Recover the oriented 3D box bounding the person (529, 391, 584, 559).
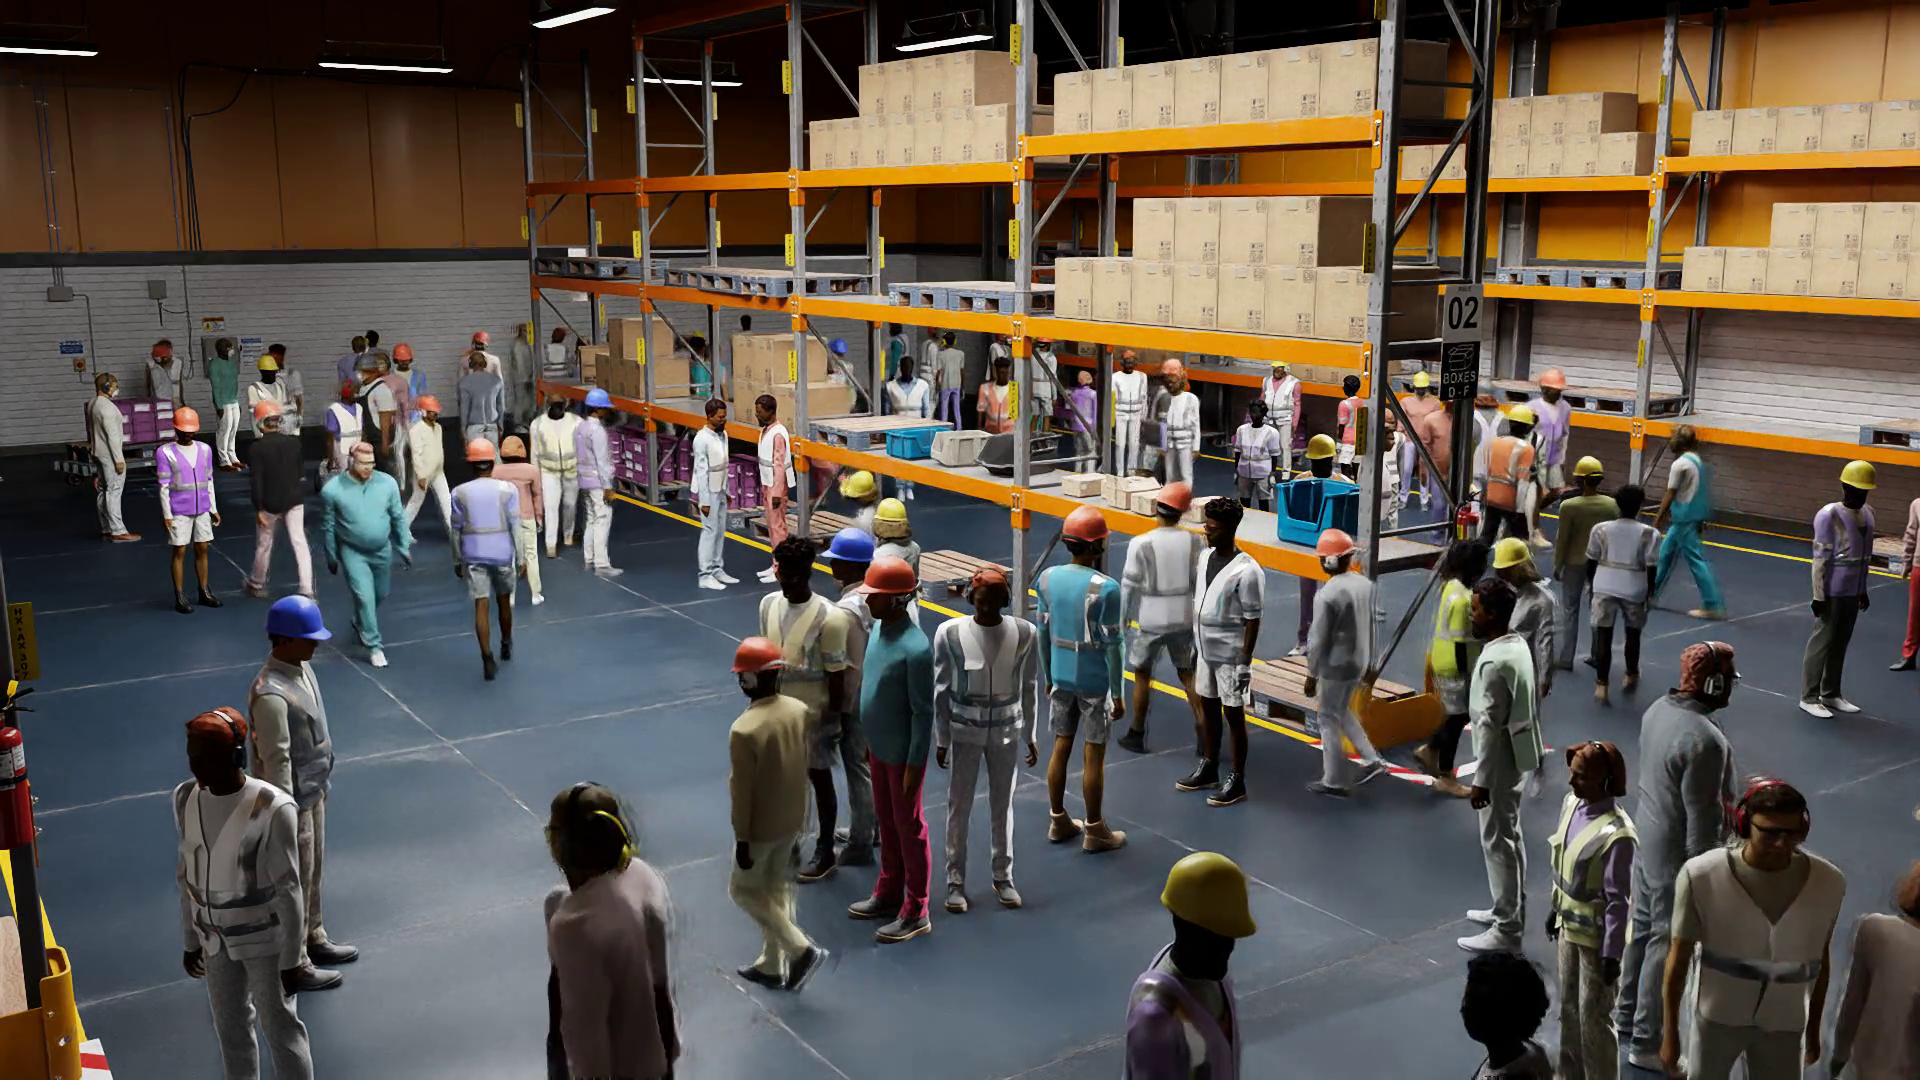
[{"bbox_3d":[-4.417,-0.754,18.348,0.624,1.796,0.967,-3,12,-16],"label":"person"}]

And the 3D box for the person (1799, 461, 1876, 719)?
[{"bbox_3d":[6.543,0.358,12.319,0.594,1.921,0.375,-6,12,-28],"label":"person"}]

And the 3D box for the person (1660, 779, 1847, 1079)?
[{"bbox_3d":[2.764,1.679,5.883,0.586,1.803,0.970,1,11,7],"label":"person"}]

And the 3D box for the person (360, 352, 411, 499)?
[{"bbox_3d":[-7.501,-1.489,21.732,0.635,1.937,0.353,-1,11,-7],"label":"person"}]

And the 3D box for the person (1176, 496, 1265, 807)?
[{"bbox_3d":[1.652,0.691,10.506,0.368,1.966,0.603,-6,12,-27],"label":"person"}]

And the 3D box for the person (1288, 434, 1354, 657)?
[{"bbox_3d":[2.990,0.070,13.825,0.585,1.918,0.409,10,15,40],"label":"person"}]

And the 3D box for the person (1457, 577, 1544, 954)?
[{"bbox_3d":[2.741,1.130,8.441,0.407,1.905,0.606,5,12,24],"label":"person"}]

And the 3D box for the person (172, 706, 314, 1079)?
[{"bbox_3d":[-2.753,1.543,6.395,0.573,1.877,0.354,4,12,20],"label":"person"}]

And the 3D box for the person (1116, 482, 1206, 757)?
[{"bbox_3d":[1.397,0.568,11.318,0.668,1.911,0.634,-3,11,-13],"label":"person"}]

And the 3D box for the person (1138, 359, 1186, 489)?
[{"bbox_3d":[2.337,-1.215,20.274,0.895,1.989,0.630,0,11,2],"label":"person"}]

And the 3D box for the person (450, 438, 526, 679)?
[{"bbox_3d":[-3.848,0.124,13.572,0.574,1.896,0.954,-2,11,-12],"label":"person"}]

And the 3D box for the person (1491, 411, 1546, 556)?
[{"bbox_3d":[6.144,-0.648,18.309,0.530,1.602,0.597,2,11,9],"label":"person"}]

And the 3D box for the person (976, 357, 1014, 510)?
[{"bbox_3d":[0.494,-1.341,21.016,0.615,1.917,0.950,2,11,11],"label":"person"}]

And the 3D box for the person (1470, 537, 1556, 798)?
[{"bbox_3d":[3.464,0.826,10.444,0.492,1.724,0.416,10,15,42],"label":"person"}]

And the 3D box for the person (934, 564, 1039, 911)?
[{"bbox_3d":[0.138,1.047,8.891,0.572,1.886,0.358,-2,11,-9],"label":"person"}]

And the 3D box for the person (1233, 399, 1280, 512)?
[{"bbox_3d":[3.266,-0.720,18.416,0.532,1.699,0.319,7,13,32],"label":"person"}]

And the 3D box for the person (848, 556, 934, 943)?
[{"bbox_3d":[-0.341,1.059,8.549,0.378,1.995,0.609,-6,12,-26],"label":"person"}]

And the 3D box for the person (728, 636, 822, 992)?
[{"bbox_3d":[-0.880,1.317,7.910,0.510,1.723,0.569,7,13,30],"label":"person"}]

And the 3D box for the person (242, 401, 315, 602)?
[{"bbox_3d":[-6.575,-0.363,15.986,1.006,1.935,0.594,9,14,39],"label":"person"}]

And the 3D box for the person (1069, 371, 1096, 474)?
[{"bbox_3d":[1.688,-1.483,22.543,0.573,1.605,0.405,9,14,40],"label":"person"}]

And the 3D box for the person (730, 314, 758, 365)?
[{"bbox_3d":[-3.899,-3.176,30.469,0.594,1.896,0.594,1,11,4],"label":"person"}]

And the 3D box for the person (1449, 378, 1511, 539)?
[{"bbox_3d":[5.519,-0.753,17.706,0.689,2.000,1.014,-1,11,-5],"label":"person"}]

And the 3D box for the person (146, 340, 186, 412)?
[{"bbox_3d":[-12.055,-2.124,25.348,0.703,1.809,0.593,7,13,34],"label":"person"}]

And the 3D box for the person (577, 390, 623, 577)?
[{"bbox_3d":[-3.733,-0.578,17.133,0.397,1.935,0.657,-6,13,-30],"label":"person"}]

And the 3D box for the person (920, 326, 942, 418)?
[{"bbox_3d":[-0.511,-2.739,28.298,0.385,1.882,0.700,-3,12,-16],"label":"person"}]

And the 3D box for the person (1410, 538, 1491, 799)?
[{"bbox_3d":[3.180,0.812,10.597,0.366,1.681,0.547,3,11,16],"label":"person"}]

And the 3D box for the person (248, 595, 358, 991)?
[{"bbox_3d":[-3.168,1.206,7.965,0.419,1.934,0.620,-2,11,-9],"label":"person"}]

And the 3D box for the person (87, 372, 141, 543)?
[{"bbox_3d":[-9.666,-0.935,18.912,0.628,1.935,0.373,10,15,43],"label":"person"}]

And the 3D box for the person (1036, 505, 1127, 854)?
[{"bbox_3d":[0.723,0.808,9.702,0.607,2.047,0.370,10,15,41],"label":"person"}]

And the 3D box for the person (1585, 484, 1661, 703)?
[{"bbox_3d":[5.105,0.389,12.833,0.556,1.643,0.857,6,13,29],"label":"person"}]

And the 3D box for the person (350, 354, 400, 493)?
[{"bbox_3d":[-7.223,-1.286,20.434,0.534,2.000,0.754,-9,14,-39],"label":"person"}]

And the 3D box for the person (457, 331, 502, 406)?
[{"bbox_3d":[-7.227,-2.146,25.021,0.678,1.974,0.562,-4,12,-18],"label":"person"}]

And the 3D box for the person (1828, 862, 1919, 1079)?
[{"bbox_3d":[3.235,1.827,5.629,0.767,1.594,0.537,-3,11,-15],"label":"person"}]

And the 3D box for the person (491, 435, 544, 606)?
[{"bbox_3d":[-4.218,-0.180,15.820,0.501,1.631,0.285,-3,11,-13],"label":"person"}]

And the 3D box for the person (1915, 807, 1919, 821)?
[{"bbox_3d":[6.162,0.798,9.768,0.762,2.000,1.047,1,11,5],"label":"person"}]

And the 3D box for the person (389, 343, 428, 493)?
[{"bbox_3d":[-7.320,-1.584,22.005,0.610,2.034,0.408,-7,13,-34],"label":"person"}]

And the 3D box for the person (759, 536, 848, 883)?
[{"bbox_3d":[-0.889,0.932,9.294,0.608,1.963,0.370,9,14,38],"label":"person"}]

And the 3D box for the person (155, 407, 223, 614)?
[{"bbox_3d":[-7.211,-0.285,15.600,0.374,1.928,0.542,8,14,35],"label":"person"}]

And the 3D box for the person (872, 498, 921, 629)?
[{"bbox_3d":[-0.469,0.568,11.709,0.317,1.743,0.488,8,13,34],"label":"person"}]

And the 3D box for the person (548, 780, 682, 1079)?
[{"bbox_3d":[-1.073,1.723,5.380,0.560,1.913,0.676,2,11,12],"label":"person"}]

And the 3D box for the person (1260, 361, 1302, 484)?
[{"bbox_3d":[4.355,-1.639,22.775,0.602,1.830,0.404,8,13,34],"label":"person"}]

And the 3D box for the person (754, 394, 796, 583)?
[{"bbox_3d":[-1.895,-0.531,16.927,0.413,1.907,0.594,-4,12,-19],"label":"person"}]

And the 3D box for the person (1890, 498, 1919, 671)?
[{"bbox_3d":[7.840,0.236,13.357,0.329,1.765,0.526,-8,14,-36],"label":"person"}]

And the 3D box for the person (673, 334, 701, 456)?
[{"bbox_3d":[-4.314,-2.240,25.836,0.676,1.896,0.703,3,11,15],"label":"person"}]
